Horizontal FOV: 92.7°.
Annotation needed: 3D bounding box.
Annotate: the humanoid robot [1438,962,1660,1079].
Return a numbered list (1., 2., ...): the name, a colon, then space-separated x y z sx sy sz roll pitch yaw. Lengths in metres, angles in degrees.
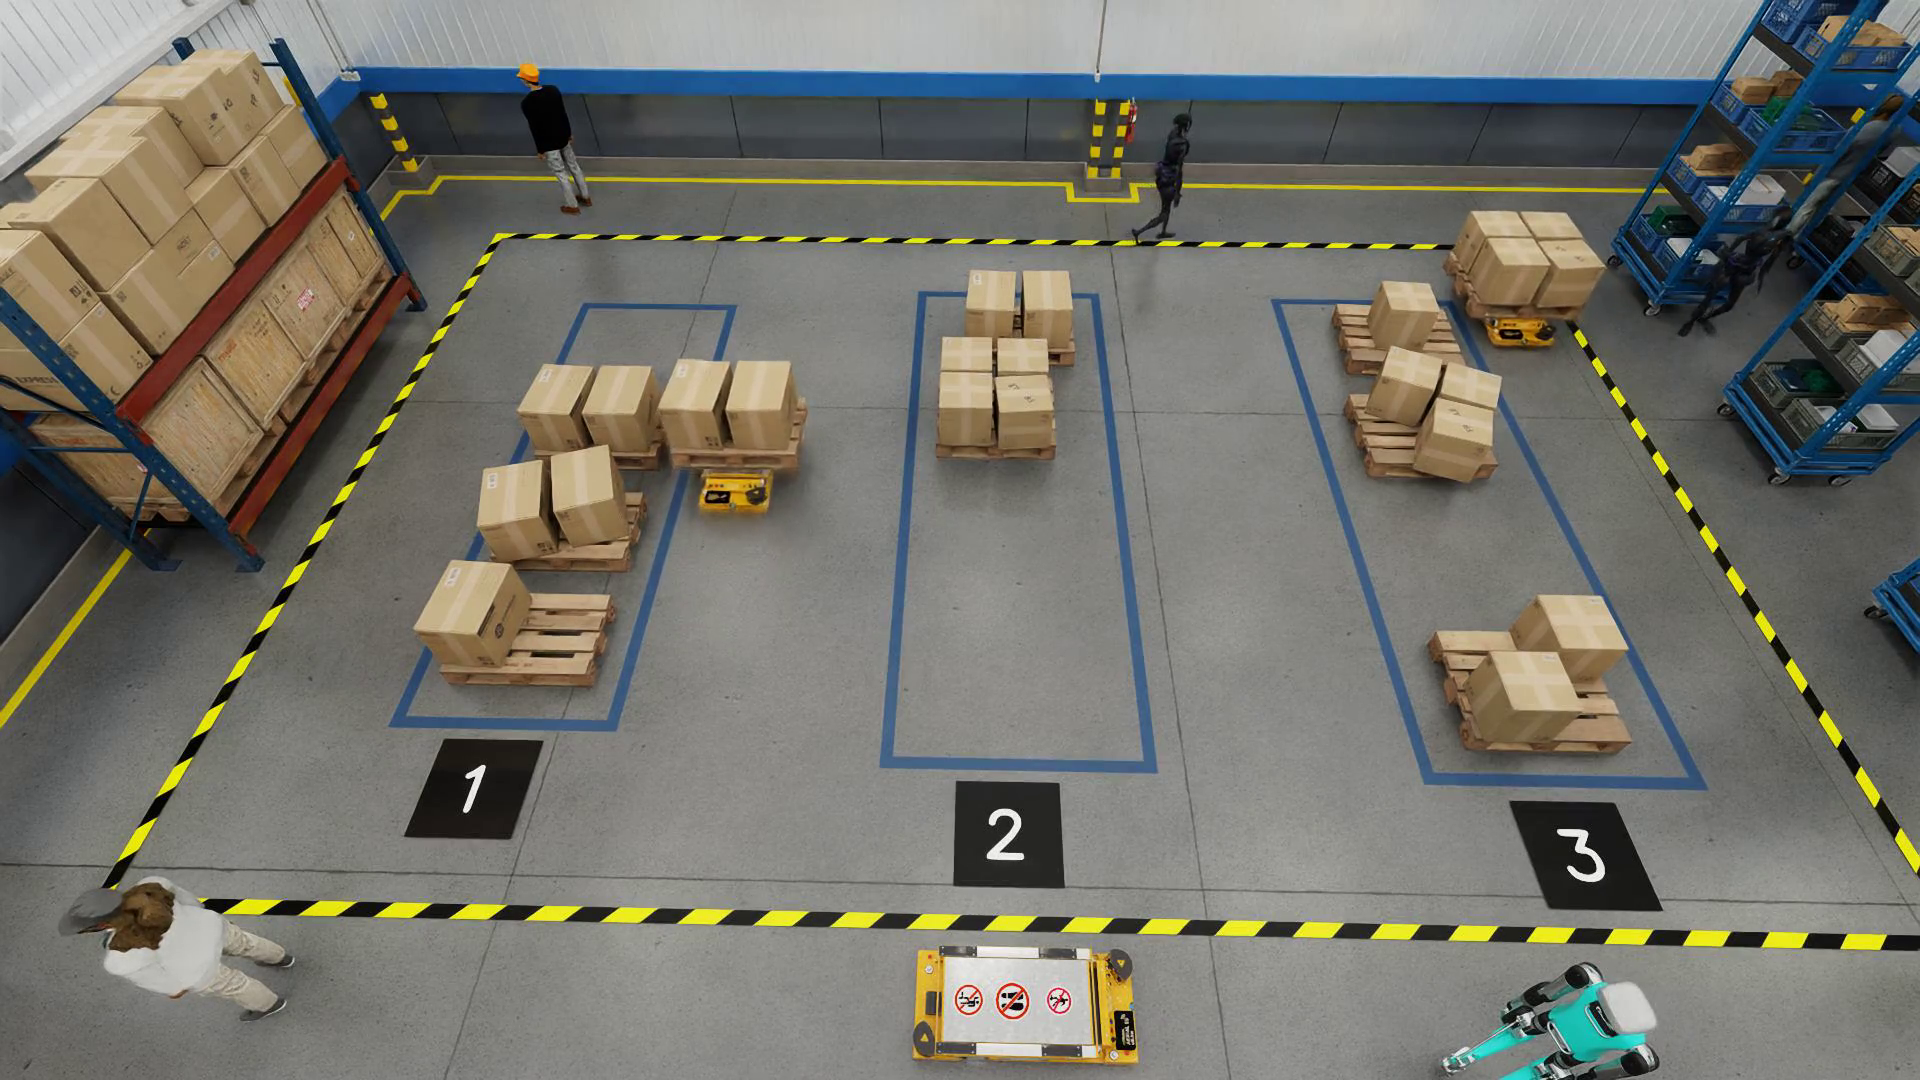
1. humanoid robot: 3.108 2.871 5.111 0.735 1.677 0.533 -12 52 -10

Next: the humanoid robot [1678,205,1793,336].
1. humanoid robot: 8.439 -2.924 9.960 0.616 1.635 0.440 2 51 1

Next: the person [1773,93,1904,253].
1. person: 10.488 -4.350 10.965 0.620 1.932 0.372 -3 51 -2

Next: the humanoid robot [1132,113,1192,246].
1. humanoid robot: 2.466 -4.392 11.167 0.621 1.642 0.600 -8 51 -6

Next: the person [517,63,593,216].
1. person: -5.122 -5.028 11.543 0.377 1.882 0.590 22 54 17

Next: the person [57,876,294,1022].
1. person: -4.620 2.458 5.513 0.395 1.769 0.564 -9 51 -7

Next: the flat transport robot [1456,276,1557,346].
1. flat transport robot: 6.387 -2.812 10.760 0.652 0.197 1.431 1 51 1

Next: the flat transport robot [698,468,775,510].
1. flat transport robot: -2.167 -0.899 9.201 0.652 0.197 1.431 1 51 1

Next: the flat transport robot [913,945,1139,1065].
1. flat transport robot: 0.422 3.041 6.007 1.431 0.231 0.659 1 51 1
